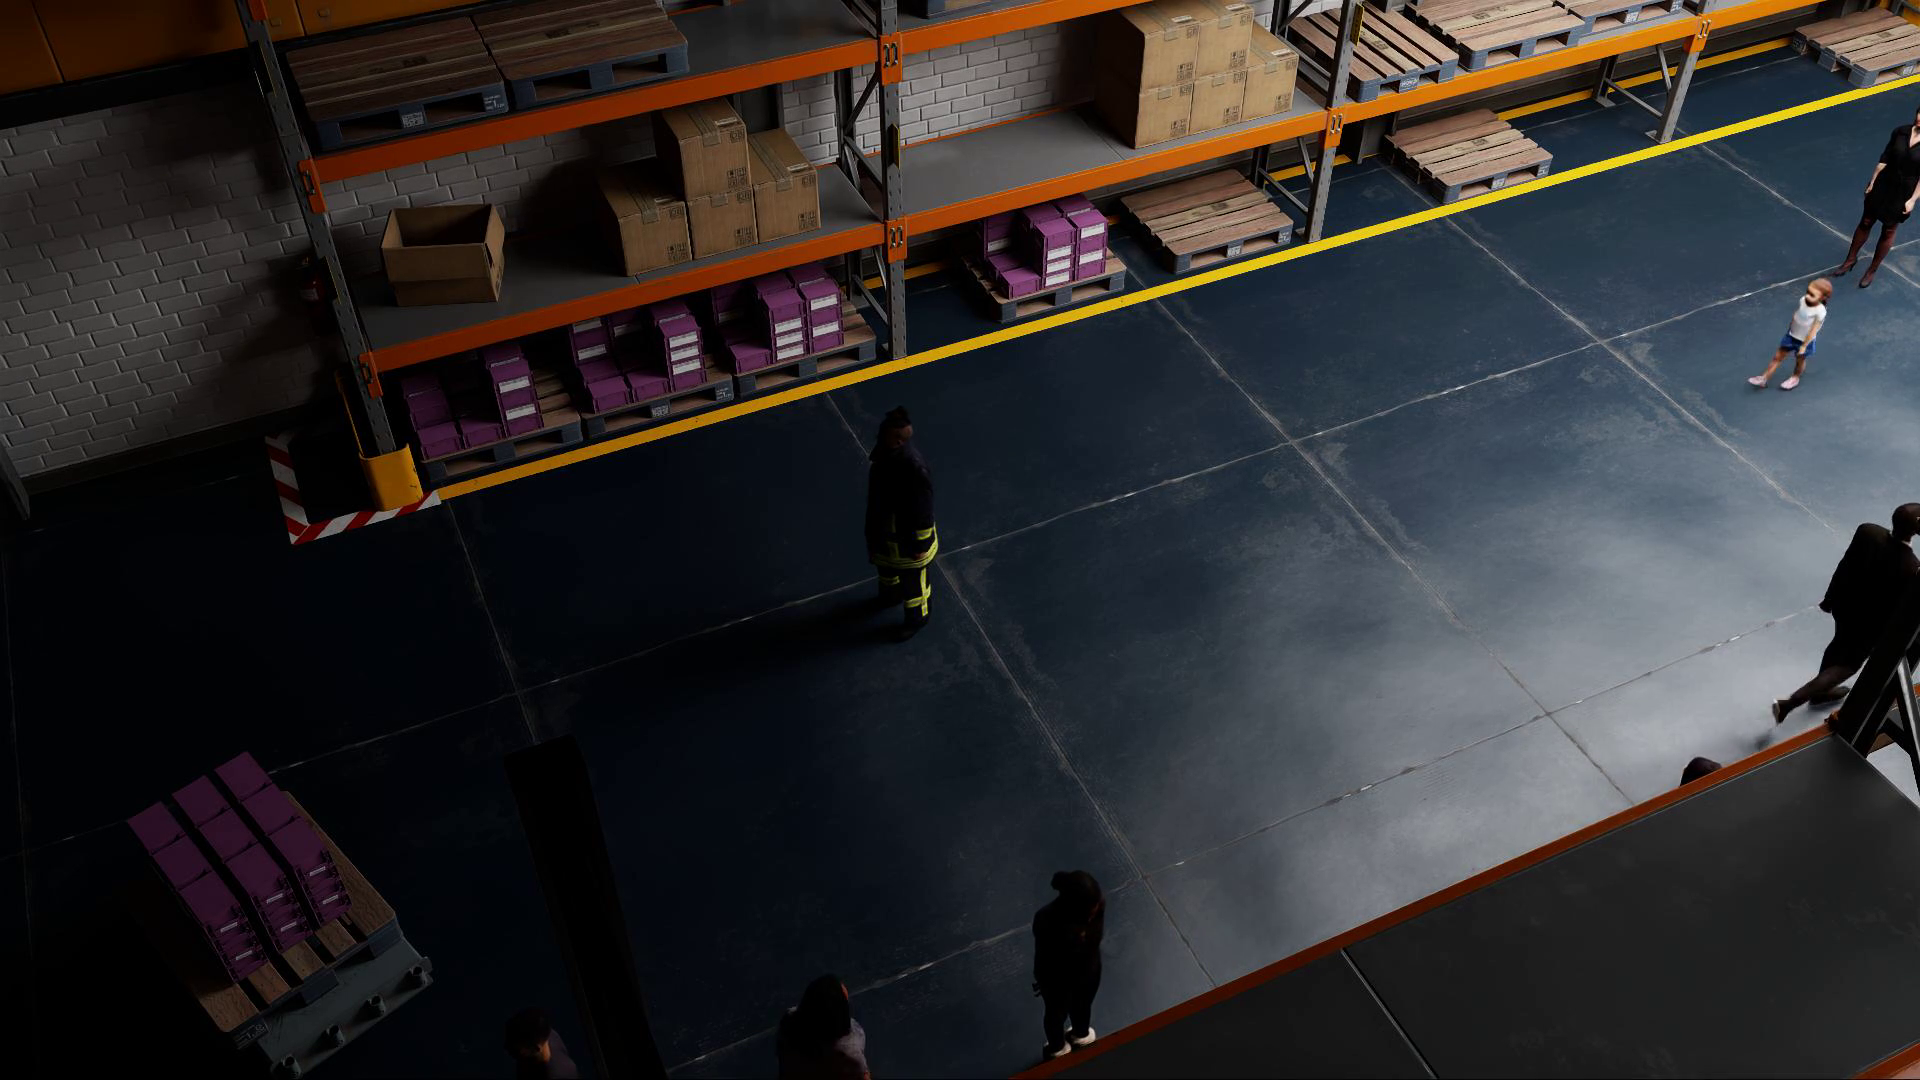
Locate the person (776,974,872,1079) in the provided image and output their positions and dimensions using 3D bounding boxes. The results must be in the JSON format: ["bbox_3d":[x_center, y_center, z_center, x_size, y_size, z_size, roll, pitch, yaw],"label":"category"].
[{"bbox_3d":[-0.699,2.673,7.986,0.810,1.588,0.868,24,49,23],"label":"person"}]

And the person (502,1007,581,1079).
[{"bbox_3d":[-1.886,2.713,7.816,0.605,1.764,0.681,-26,50,-25],"label":"person"}]

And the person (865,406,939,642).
[{"bbox_3d":[-0.377,-0.147,10.743,0.725,1.868,0.778,-24,49,-23],"label":"person"}]

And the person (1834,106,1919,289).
[{"bbox_3d":[7.706,-2.873,13.722,0.578,1.707,0.633,-30,51,-28],"label":"person"}]

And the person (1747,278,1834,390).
[{"bbox_3d":[6.564,-1.588,12.884,0.662,1.001,0.449,-16,46,-16],"label":"person"}]

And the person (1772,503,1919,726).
[{"bbox_3d":[5.430,0.483,10.146,1.015,1.780,0.683,-16,46,-16],"label":"person"}]

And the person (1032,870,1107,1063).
[{"bbox_3d":[0.551,2.182,8.450,0.595,1.659,0.655,0,44,0],"label":"person"}]
